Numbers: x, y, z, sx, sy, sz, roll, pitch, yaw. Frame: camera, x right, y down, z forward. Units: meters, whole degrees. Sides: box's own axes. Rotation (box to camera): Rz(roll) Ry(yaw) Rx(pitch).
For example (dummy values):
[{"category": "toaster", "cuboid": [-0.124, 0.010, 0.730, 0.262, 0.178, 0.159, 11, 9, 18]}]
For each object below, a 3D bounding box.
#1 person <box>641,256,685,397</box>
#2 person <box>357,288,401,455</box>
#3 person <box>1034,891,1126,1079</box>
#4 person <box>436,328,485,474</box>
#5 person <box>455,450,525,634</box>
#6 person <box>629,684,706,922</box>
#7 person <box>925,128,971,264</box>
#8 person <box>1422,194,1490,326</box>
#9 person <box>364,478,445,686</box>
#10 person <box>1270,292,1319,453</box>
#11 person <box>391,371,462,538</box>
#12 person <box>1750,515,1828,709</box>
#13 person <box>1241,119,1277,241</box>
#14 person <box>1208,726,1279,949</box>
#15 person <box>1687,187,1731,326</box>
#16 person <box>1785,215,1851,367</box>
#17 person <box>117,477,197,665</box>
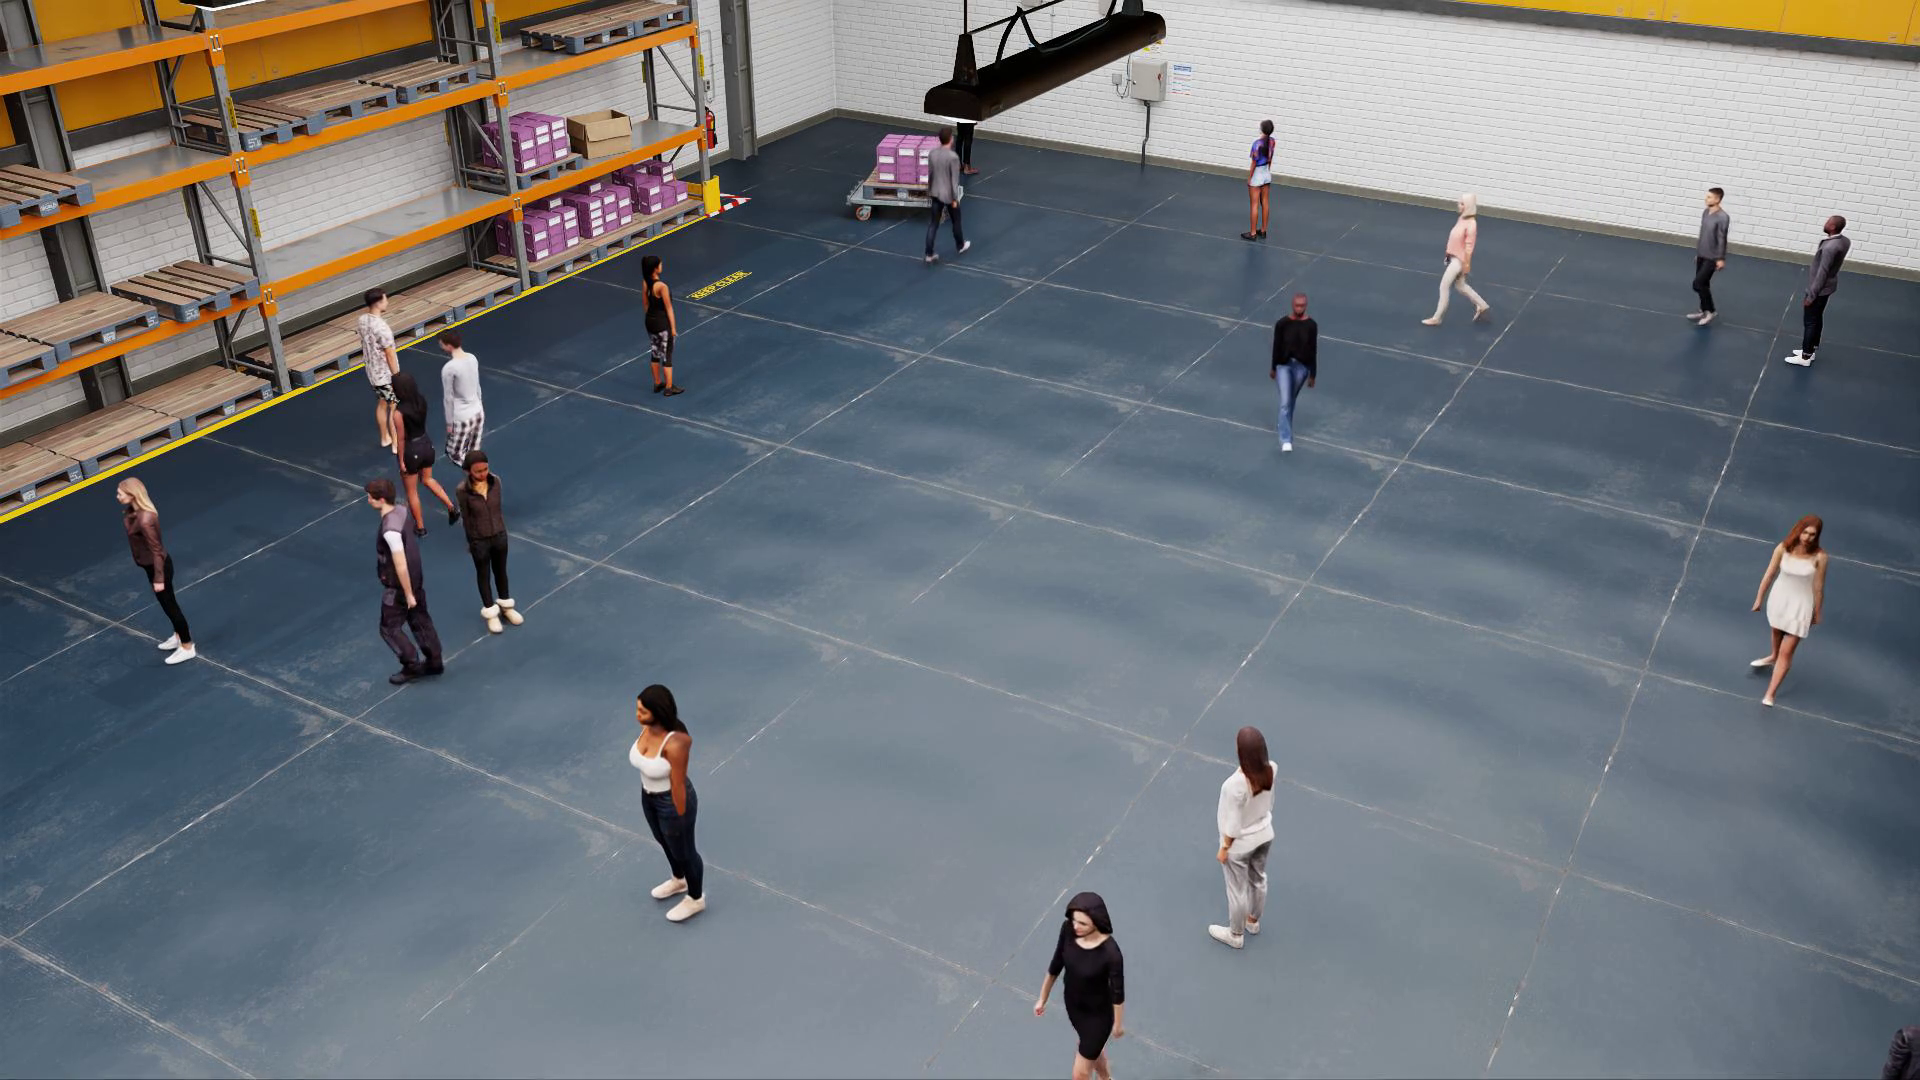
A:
[{"category": "person", "cuboid": [-3.430, -2.460, 18.966, 0.608, 1.659, 0.551, 21, 35, 34]}, {"category": "person", "cuboid": [-6.109, -1.788, 17.574, 0.708, 1.811, 0.633, 22, 35, 34]}, {"category": "person", "cuboid": [0.799, 2.658, 9.463, 1.064, 1.773, 0.860, -19, 34, -31]}, {"category": "person", "cuboid": [-4.834, -1.210, 16.496, 0.739, 1.830, 0.722, 13, 31, 22]}, {"category": "person", "cuboid": [-4.128, -0.031, 14.504, 0.719, 1.666, 0.661, 5, 29, 9]}, {"category": "person", "cuboid": [-1.928, 1.729, 11.128, 0.720, 1.809, 0.711, -21, 35, -33]}, {"category": "person", "cuboid": [-0.263, -4.702, 22.902, 0.709, 1.826, 1.175, 17, 33, 28]}, {"category": "person", "cuboid": [6.336, -3.494, 20.825, 1.012, 1.692, 1.114, 0, 29, 1]}, {"category": "person", "cuboid": [-4.470, 0.330, 13.673, 0.851, 1.829, 0.775, -2, 29, -3]}, {"category": "person", "cuboid": [3.555, -1.841, 17.788, 0.953, 1.699, 1.219, 2, 29, 4]}, {"category": "person", "cuboid": [-5.104, -0.790, 15.833, 0.751, 1.725, 0.827, 10, 30, 18]}, {"category": "person", "cuboid": [6.771, 0.508, 13.541, 1.256, 1.643, 0.851, -23, 36, -36]}, {"category": "person", "cuboid": [4.318, -5.186, 23.882, 0.588, 1.735, 0.720, -19, 34, -31]}, {"category": "person", "cuboid": [1.879, 1.937, 10.873, 0.586, 1.688, 0.722, -23, 36, -36]}, {"category": "person", "cuboid": [9.455, -3.557, 20.894, 0.851, 1.738, 0.785, -5, 29, -9]}, {"category": "person", "cuboid": [10.210, -2.961, 19.720, 0.833, 1.817, 0.600, 24, 37, 36]}, {"category": "person", "cuboid": [-6.741, 0.239, 13.972, 0.665, 1.703, 0.679, -17, 33, -28]}]
